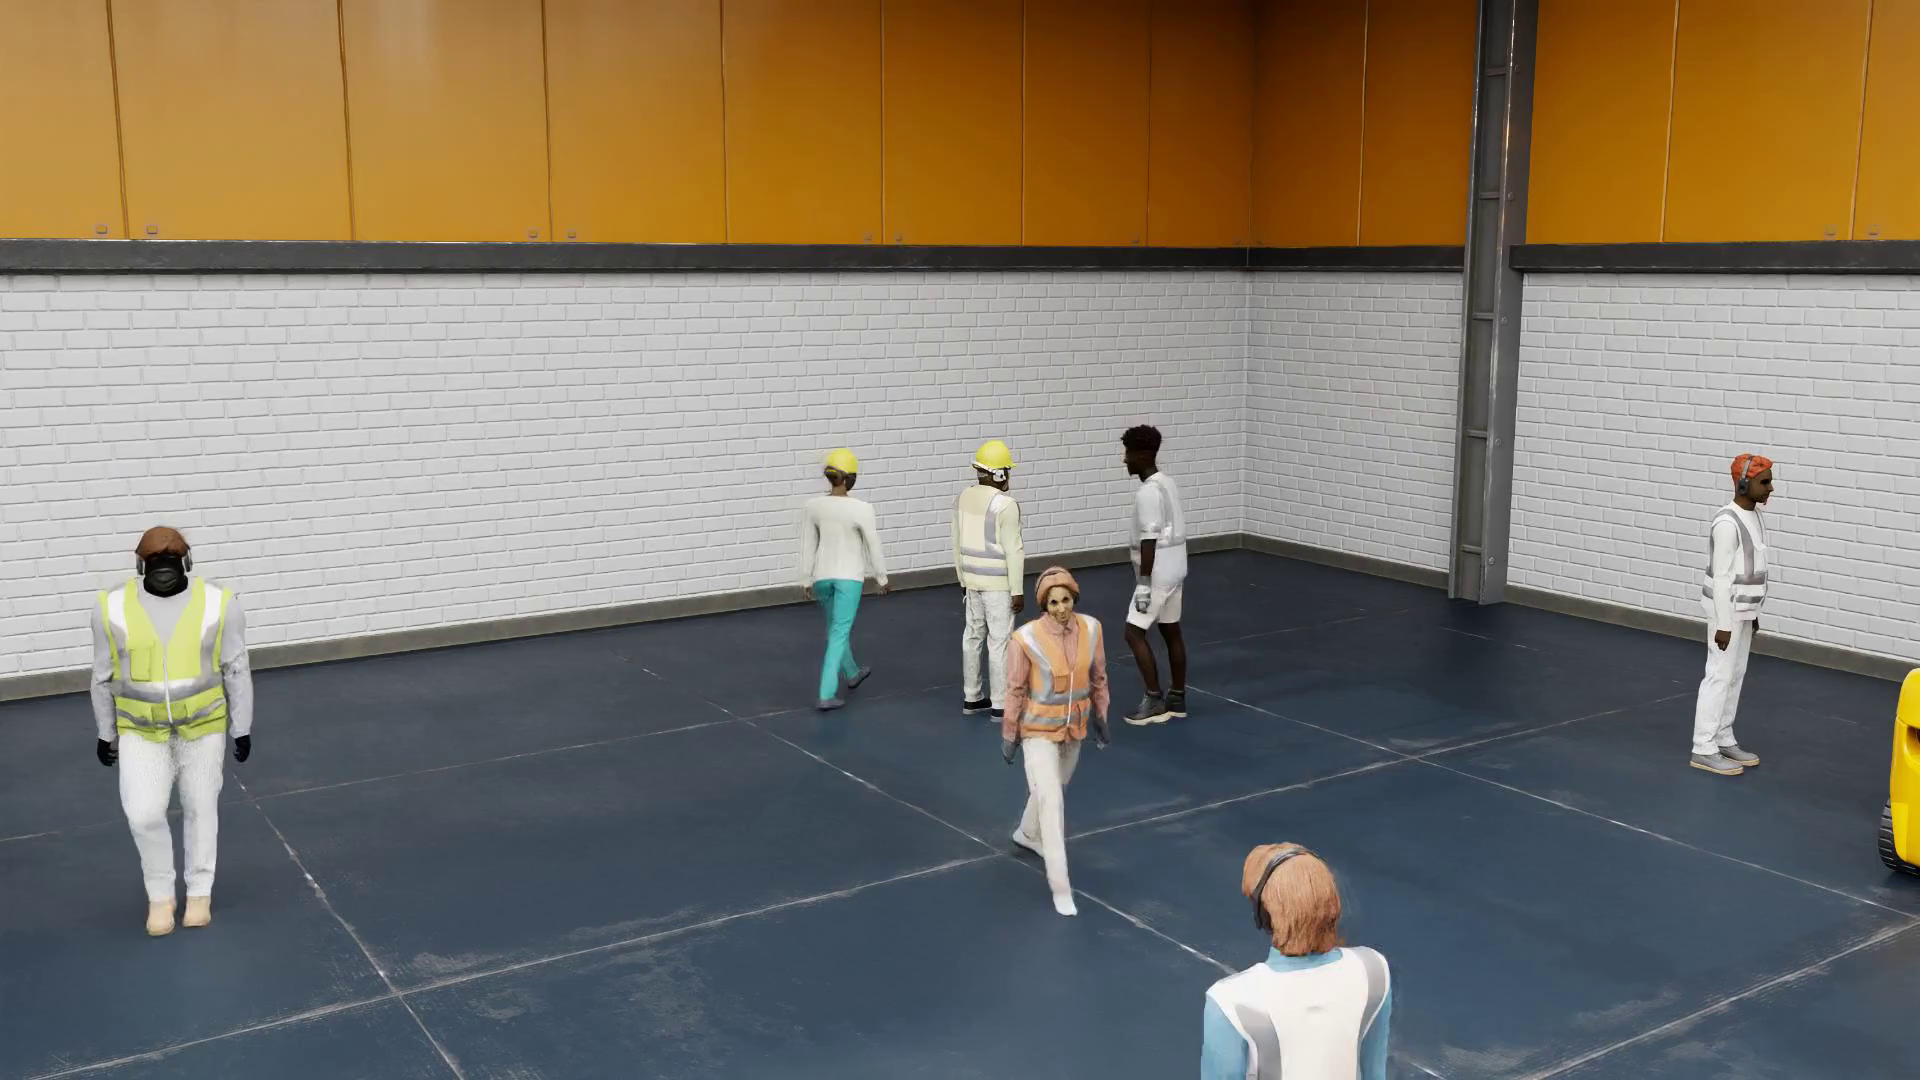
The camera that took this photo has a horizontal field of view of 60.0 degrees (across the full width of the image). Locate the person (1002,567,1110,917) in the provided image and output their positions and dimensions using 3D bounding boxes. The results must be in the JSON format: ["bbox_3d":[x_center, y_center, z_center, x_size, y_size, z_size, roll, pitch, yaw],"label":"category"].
[{"bbox_3d":[0.402,0.881,7.872,0.550,1.597,0.790,-6,11,-33],"label":"person"}]

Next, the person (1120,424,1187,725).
[{"bbox_3d":[1.249,0.225,10.777,0.473,1.943,0.636,3,10,17],"label":"person"}]

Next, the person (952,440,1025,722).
[{"bbox_3d":[0.213,0.264,10.840,0.404,1.831,0.600,-8,12,-41],"label":"person"}]

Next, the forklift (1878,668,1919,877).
[{"bbox_3d":[5.511,0.571,7.906,2.313,2.155,1.214,-6,11,-33],"label":"forklift"}]

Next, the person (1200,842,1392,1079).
[{"bbox_3d":[0.805,1.516,3.918,0.523,1.621,0.616,-3,10,-19],"label":"person"}]

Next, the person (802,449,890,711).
[{"bbox_3d":[-0.748,0.250,11.247,0.545,1.725,0.872,6,11,30],"label":"person"}]

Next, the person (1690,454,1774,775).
[{"bbox_3d":[4.530,0.430,9.730,0.351,1.878,0.568,8,12,39],"label":"person"}]

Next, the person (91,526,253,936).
[{"bbox_3d":[-3.471,0.845,7.355,0.660,1.826,0.539,-4,10,-22],"label":"person"}]
